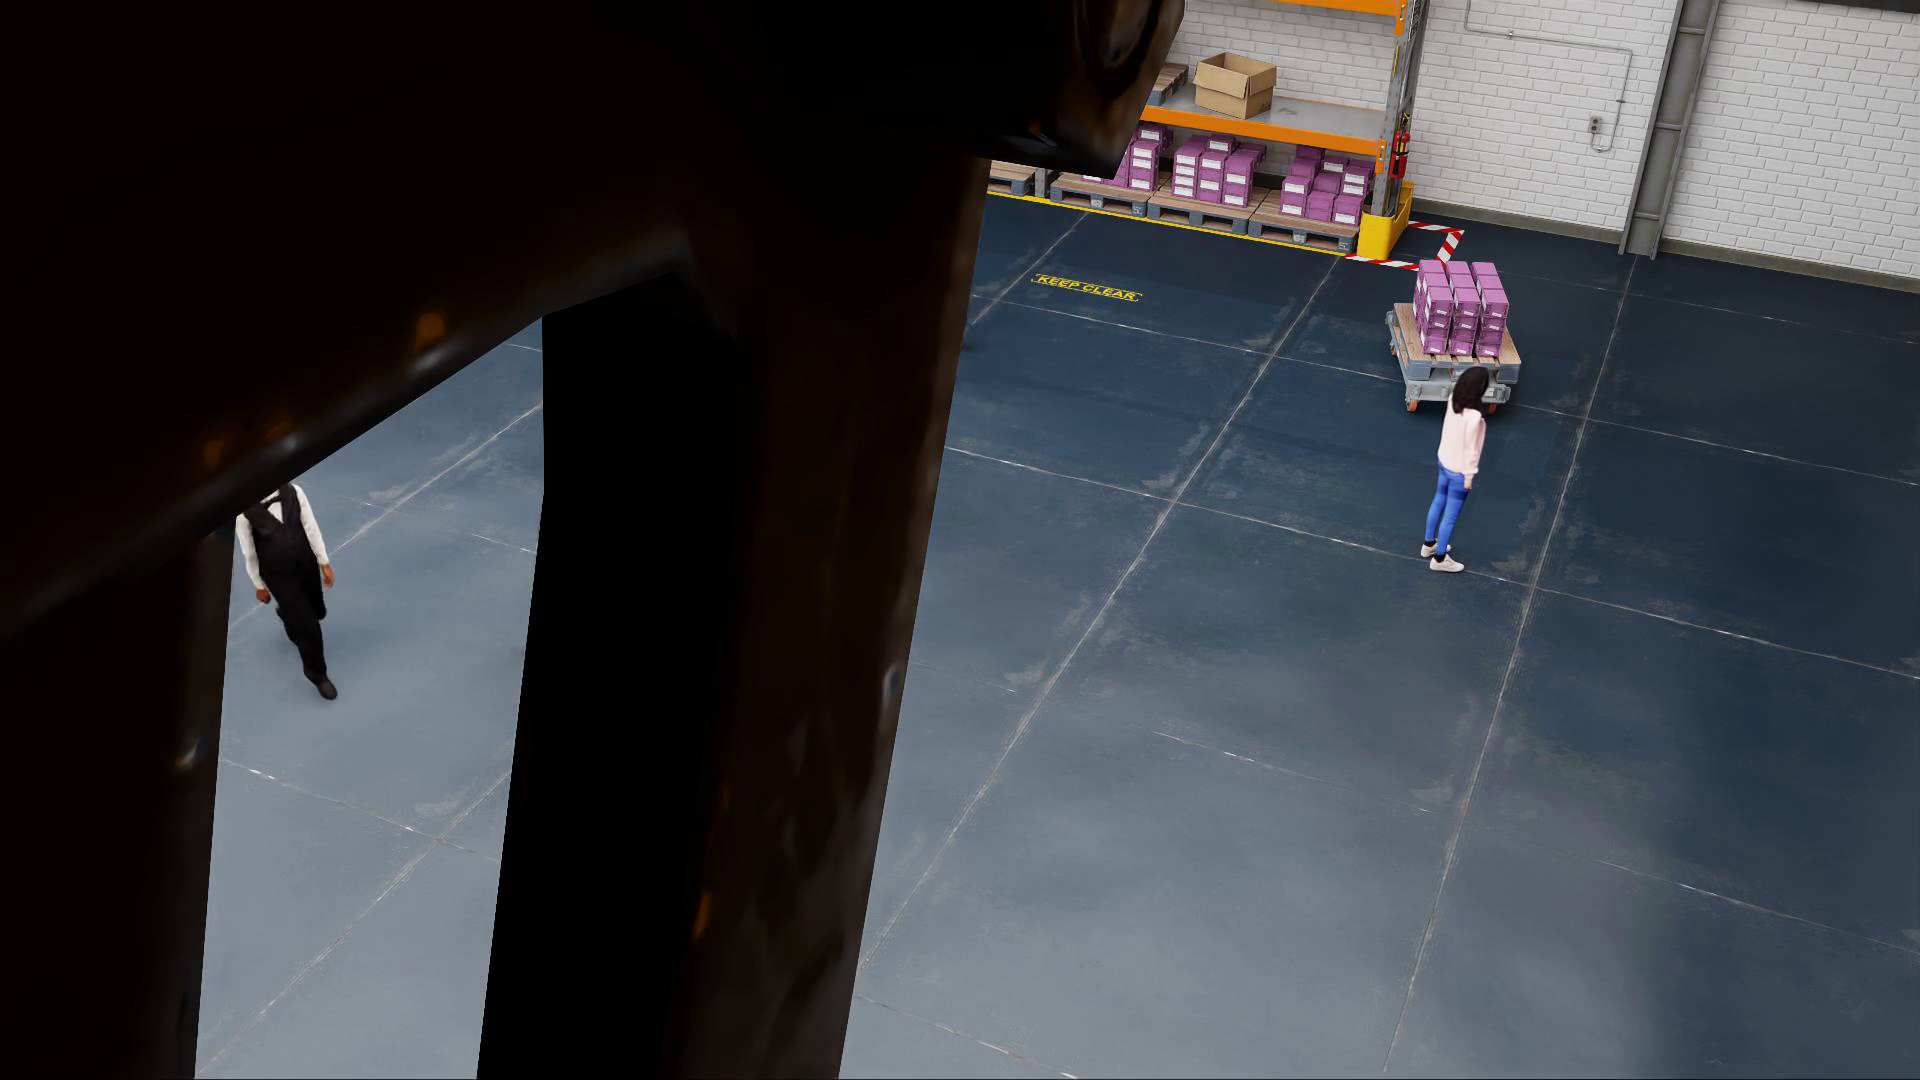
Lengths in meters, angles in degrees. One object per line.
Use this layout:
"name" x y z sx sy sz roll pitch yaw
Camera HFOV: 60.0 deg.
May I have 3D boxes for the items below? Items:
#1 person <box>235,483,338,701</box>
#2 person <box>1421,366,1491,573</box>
"person" -4.777 0.186 11.784 1.236 1.884 0.927 29 43 36
"person" 3.884 -0.576 13.036 0.735 1.768 0.731 -4 34 -6
